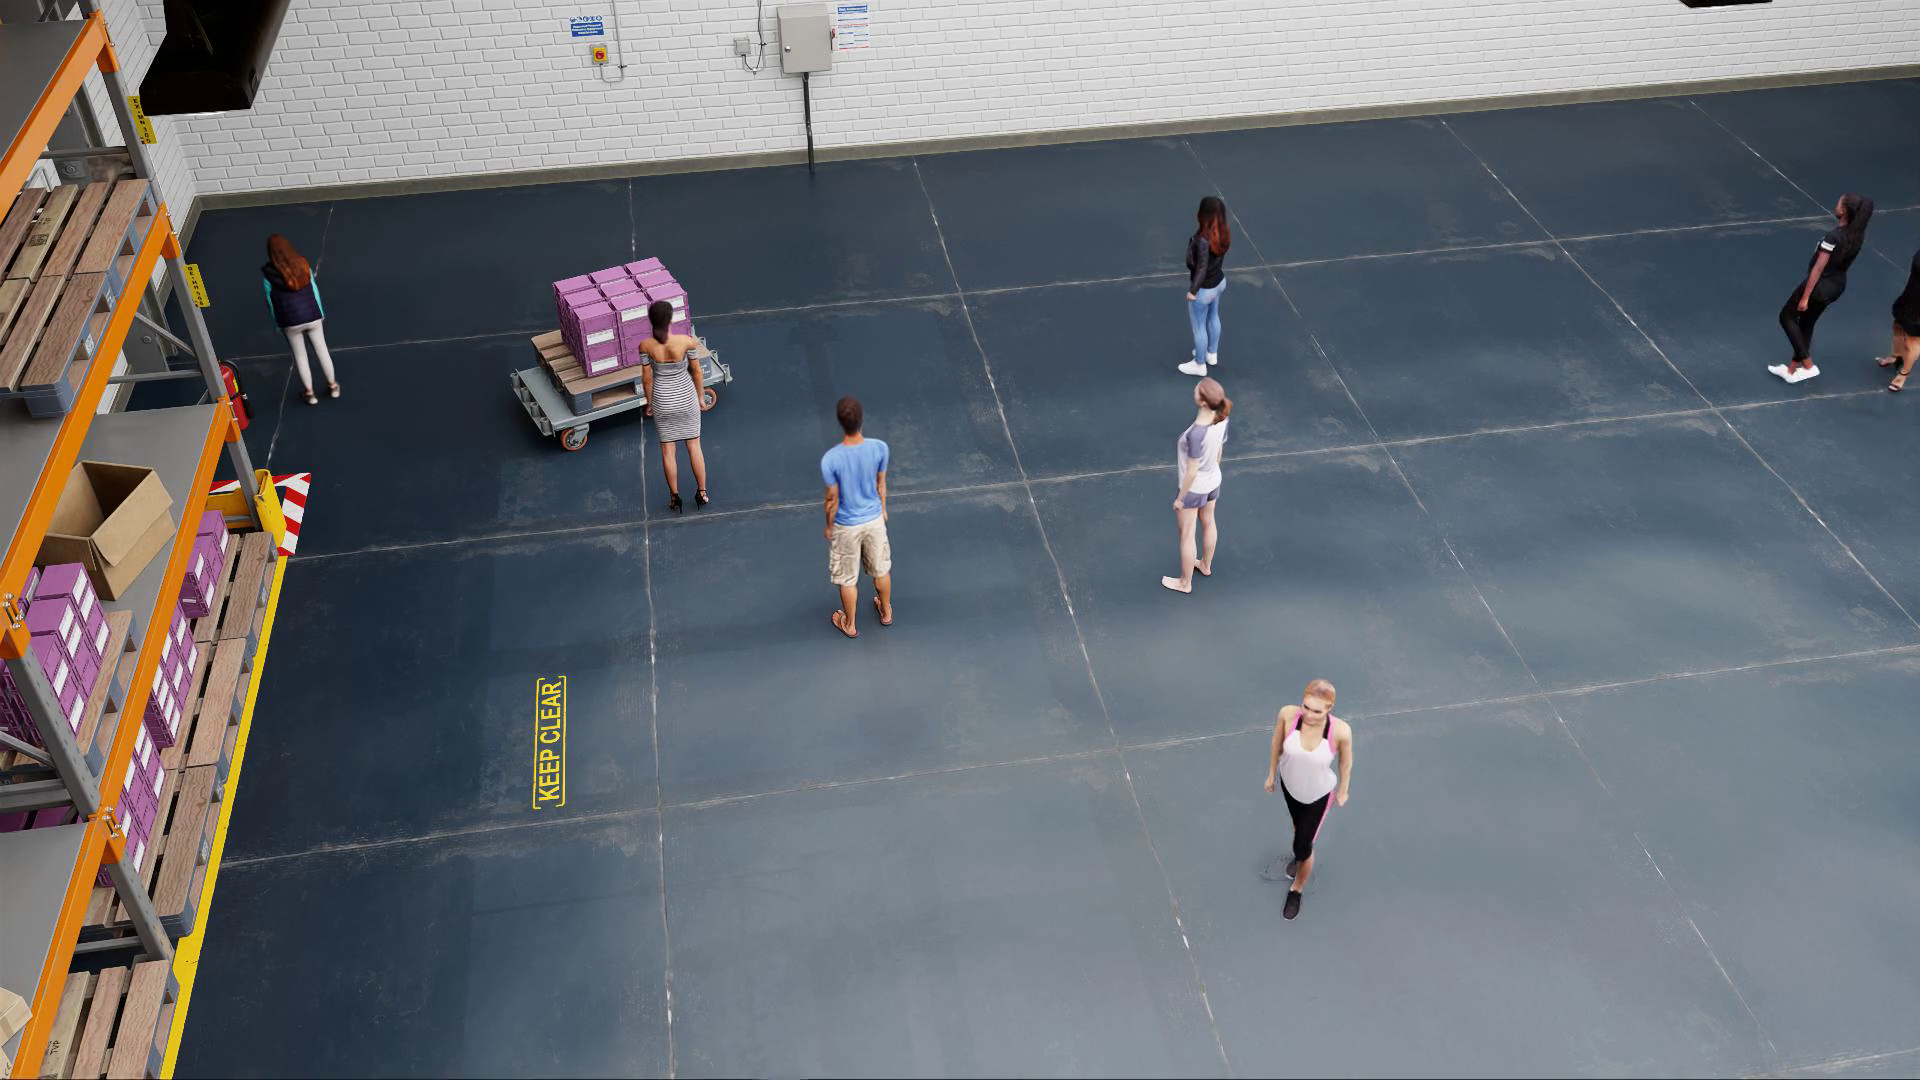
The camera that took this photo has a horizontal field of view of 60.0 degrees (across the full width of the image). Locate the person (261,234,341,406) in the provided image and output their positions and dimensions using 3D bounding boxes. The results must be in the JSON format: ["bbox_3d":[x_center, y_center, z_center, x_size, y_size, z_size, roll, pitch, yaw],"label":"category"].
[{"bbox_3d":[-5.474,-1.836,13.791,0.658,1.495,0.682,-21,43,-24],"label":"person"}]

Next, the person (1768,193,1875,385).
[{"bbox_3d":[7.257,-2.040,13.866,0.769,1.719,0.819,-25,45,-28],"label":"person"}]

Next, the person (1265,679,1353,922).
[{"bbox_3d":[2.017,1.377,9.564,0.873,1.748,0.930,25,45,27],"label":"person"}]

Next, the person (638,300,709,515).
[{"bbox_3d":[-2.135,-0.990,12.469,0.602,1.823,0.519,-7,39,-9],"label":"person"}]

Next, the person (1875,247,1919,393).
[{"bbox_3d":[8.029,-1.991,13.844,0.856,1.670,0.580,3,39,4],"label":"person"}]

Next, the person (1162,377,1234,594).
[{"bbox_3d":[1.693,-0.395,11.766,0.731,1.769,0.687,31,48,33],"label":"person"}]

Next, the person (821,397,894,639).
[{"bbox_3d":[-0.701,-0.142,11.376,0.714,1.861,0.663,-17,42,-21],"label":"person"}]

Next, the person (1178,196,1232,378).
[{"bbox_3d":[2.086,-2.160,14.085,0.783,1.634,0.721,23,44,26],"label":"person"}]
